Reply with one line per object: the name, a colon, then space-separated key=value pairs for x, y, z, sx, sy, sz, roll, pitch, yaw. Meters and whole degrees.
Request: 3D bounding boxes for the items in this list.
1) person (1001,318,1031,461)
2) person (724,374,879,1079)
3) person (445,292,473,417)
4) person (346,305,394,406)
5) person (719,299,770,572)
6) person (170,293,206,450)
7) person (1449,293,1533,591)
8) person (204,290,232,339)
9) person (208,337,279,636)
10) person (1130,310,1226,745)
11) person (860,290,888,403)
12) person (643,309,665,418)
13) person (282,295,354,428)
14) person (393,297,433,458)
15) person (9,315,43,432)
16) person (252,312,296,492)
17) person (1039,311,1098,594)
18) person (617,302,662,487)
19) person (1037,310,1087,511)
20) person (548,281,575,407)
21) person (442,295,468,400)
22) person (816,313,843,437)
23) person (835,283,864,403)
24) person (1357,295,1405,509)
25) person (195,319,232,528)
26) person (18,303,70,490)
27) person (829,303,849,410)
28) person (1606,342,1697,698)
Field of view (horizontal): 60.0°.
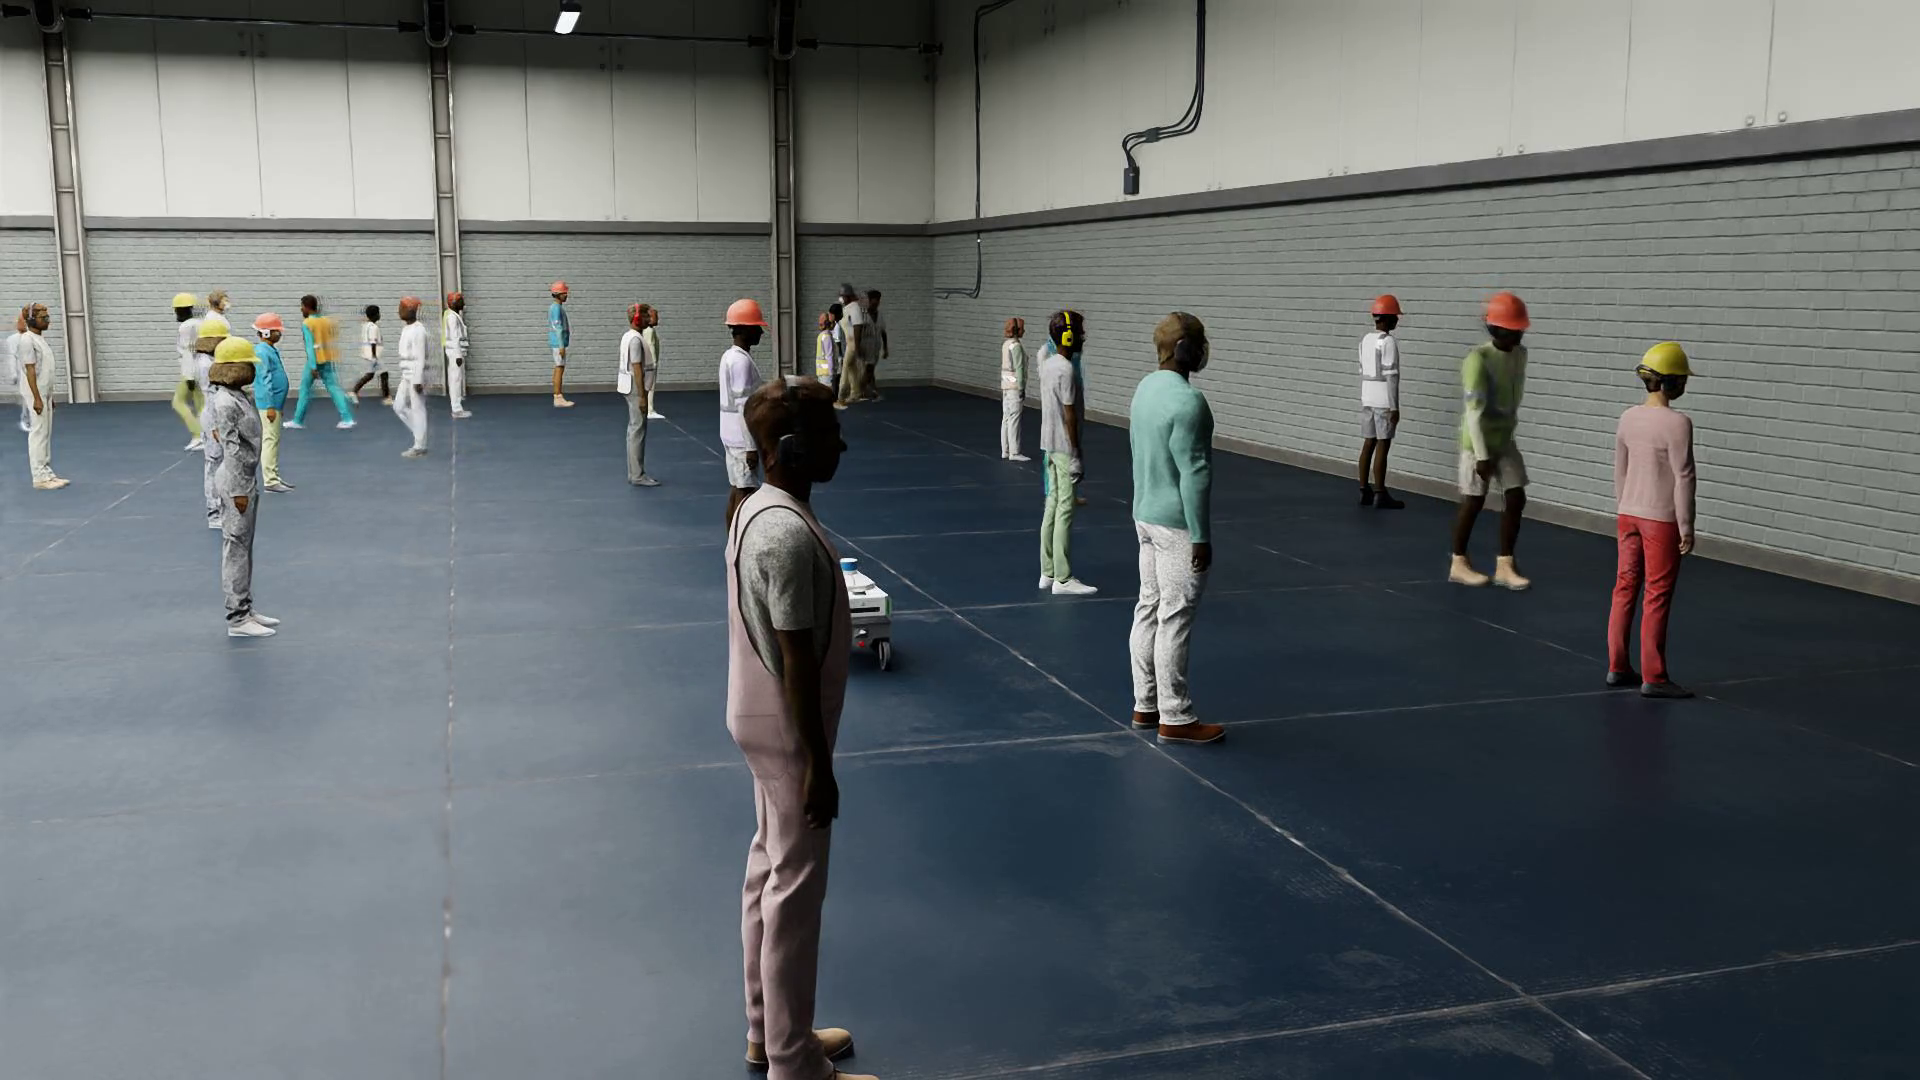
person: x=0.624 y=-1.724 z=19.079 sx=0.307 sy=1.641 sz=0.514 roll=-3 pitch=9 yaw=-17
person: x=-0.407 y=0.508 z=4.186 sx=0.345 sy=1.847 sz=0.508 roll=-3 pitch=9 yaw=-17
person: x=-7.589 y=-2.794 z=25.137 sx=0.355 sy=1.882 sz=0.576 roll=-3 pitch=9 yaw=-17
person: x=-9.679 y=-3.025 z=27.290 sx=0.793 sy=1.665 sz=0.532 roll=-5 pitch=10 yaw=-29
person: x=-1.492 y=-0.703 z=11.621 sx=0.354 sy=1.938 sz=0.545 roll=-3 pitch=9 yaw=-17
person: x=-9.304 y=-2.026 z=20.145 sx=0.440 sy=1.911 sz=0.589 roll=0 pitch=9 yaw=0
person: x=3.530 y=-0.635 z=11.035 sx=0.641 sy=1.981 sz=0.742 roll=-6 pitch=11 yaw=-33
person: x=-9.651 y=-2.289 z=21.736 sx=0.372 sy=1.940 sz=0.632 roll=-3 pitch=9 yaw=-17
person: x=-4.200 y=-0.312 z=9.741 sx=0.292 sy=1.745 sz=0.487 roll=-3 pitch=9 yaw=-17
person: x=0.967 y=-0.056 z=7.489 sx=0.372 sy=1.940 sz=0.632 roll=-3 pitch=9 yaw=-17
person: x=-1.513 y=-3.290 z=28.256 sx=0.632 sy=1.902 sz=1.016 roll=-7 pitch=11 yaw=-38
person: x=-4.615 y=-2.639 z=24.935 sx=0.286 sy=1.633 sz=0.500 roll=-3 pitch=9 yaw=-17
person: x=-8.933 y=-2.468 z=23.129 sx=1.019 sy=1.870 sz=0.595 roll=2 pitch=9 yaw=15
person: x=-6.383 y=-1.886 z=19.366 sx=0.413 sy=1.872 sz=0.602 roll=-6 pitch=11 yaw=-35
person: x=-12.581 y=-2.254 z=22.537 sx=0.358 sy=1.620 sz=0.501 roll=3 pitch=9 yaw=20
person: x=-6.727 y=-1.343 z=16.279 sx=0.321 sy=1.754 sz=0.563 roll=-3 pitch=9 yaw=-17
person: x=0.704 y=-0.575 z=11.017 sx=0.328 sy=1.872 sz=0.513 roll=-3 pitch=9 yaw=-17
person: x=-3.247 y=-1.461 z=16.736 sx=0.389 sy=1.848 sz=0.567 roll=-3 pitch=9 yaw=-17
person: x=0.972 y=-1.158 z=14.989 sx=0.715 sy=1.812 sz=0.346 roll=-9 pitch=12 yaw=-44
person: x=-6.511 y=-3.188 z=27.136 sx=0.370 sy=2.044 sz=0.608 roll=-3 pitch=9 yaw=-17
person: x=-8.709 y=-3.317 z=28.587 sx=0.389 sy=1.846 sz=0.567 roll=-3 pitch=9 yaw=-17
person: x=-1.740 y=-2.161 z=21.866 sx=0.307 sy=1.641 sz=0.514 roll=-3 pitch=9 yaw=-17
person: x=-1.989 y=-3.299 z=27.856 sx=0.791 sy=2.000 sz=0.701 roll=-3 pitch=9 yaw=-18
person: x=3.836 y=-1.252 z=15.119 sx=0.354 sy=1.939 sz=0.545 roll=-3 pitch=9 yaw=-17
person: x=-6.211 y=-0.971 z=13.943 sx=0.292 sy=1.745 sz=0.487 roll=-3 pitch=9 yaw=-17
person: x=-9.098 y=-1.418 z=16.476 sx=0.345 sy=1.846 sz=0.508 roll=-3 pitch=9 yaw=-17
person: x=-1.965 y=-2.919 z=26.523 sx=0.318 sy=1.697 sz=0.535 roll=-3 pitch=9 yaw=-17
person: x=3.471 y=-0.099 z=8.306 sx=0.306 sy=1.770 sz=0.525 roll=-3 pitch=9 yaw=-17
